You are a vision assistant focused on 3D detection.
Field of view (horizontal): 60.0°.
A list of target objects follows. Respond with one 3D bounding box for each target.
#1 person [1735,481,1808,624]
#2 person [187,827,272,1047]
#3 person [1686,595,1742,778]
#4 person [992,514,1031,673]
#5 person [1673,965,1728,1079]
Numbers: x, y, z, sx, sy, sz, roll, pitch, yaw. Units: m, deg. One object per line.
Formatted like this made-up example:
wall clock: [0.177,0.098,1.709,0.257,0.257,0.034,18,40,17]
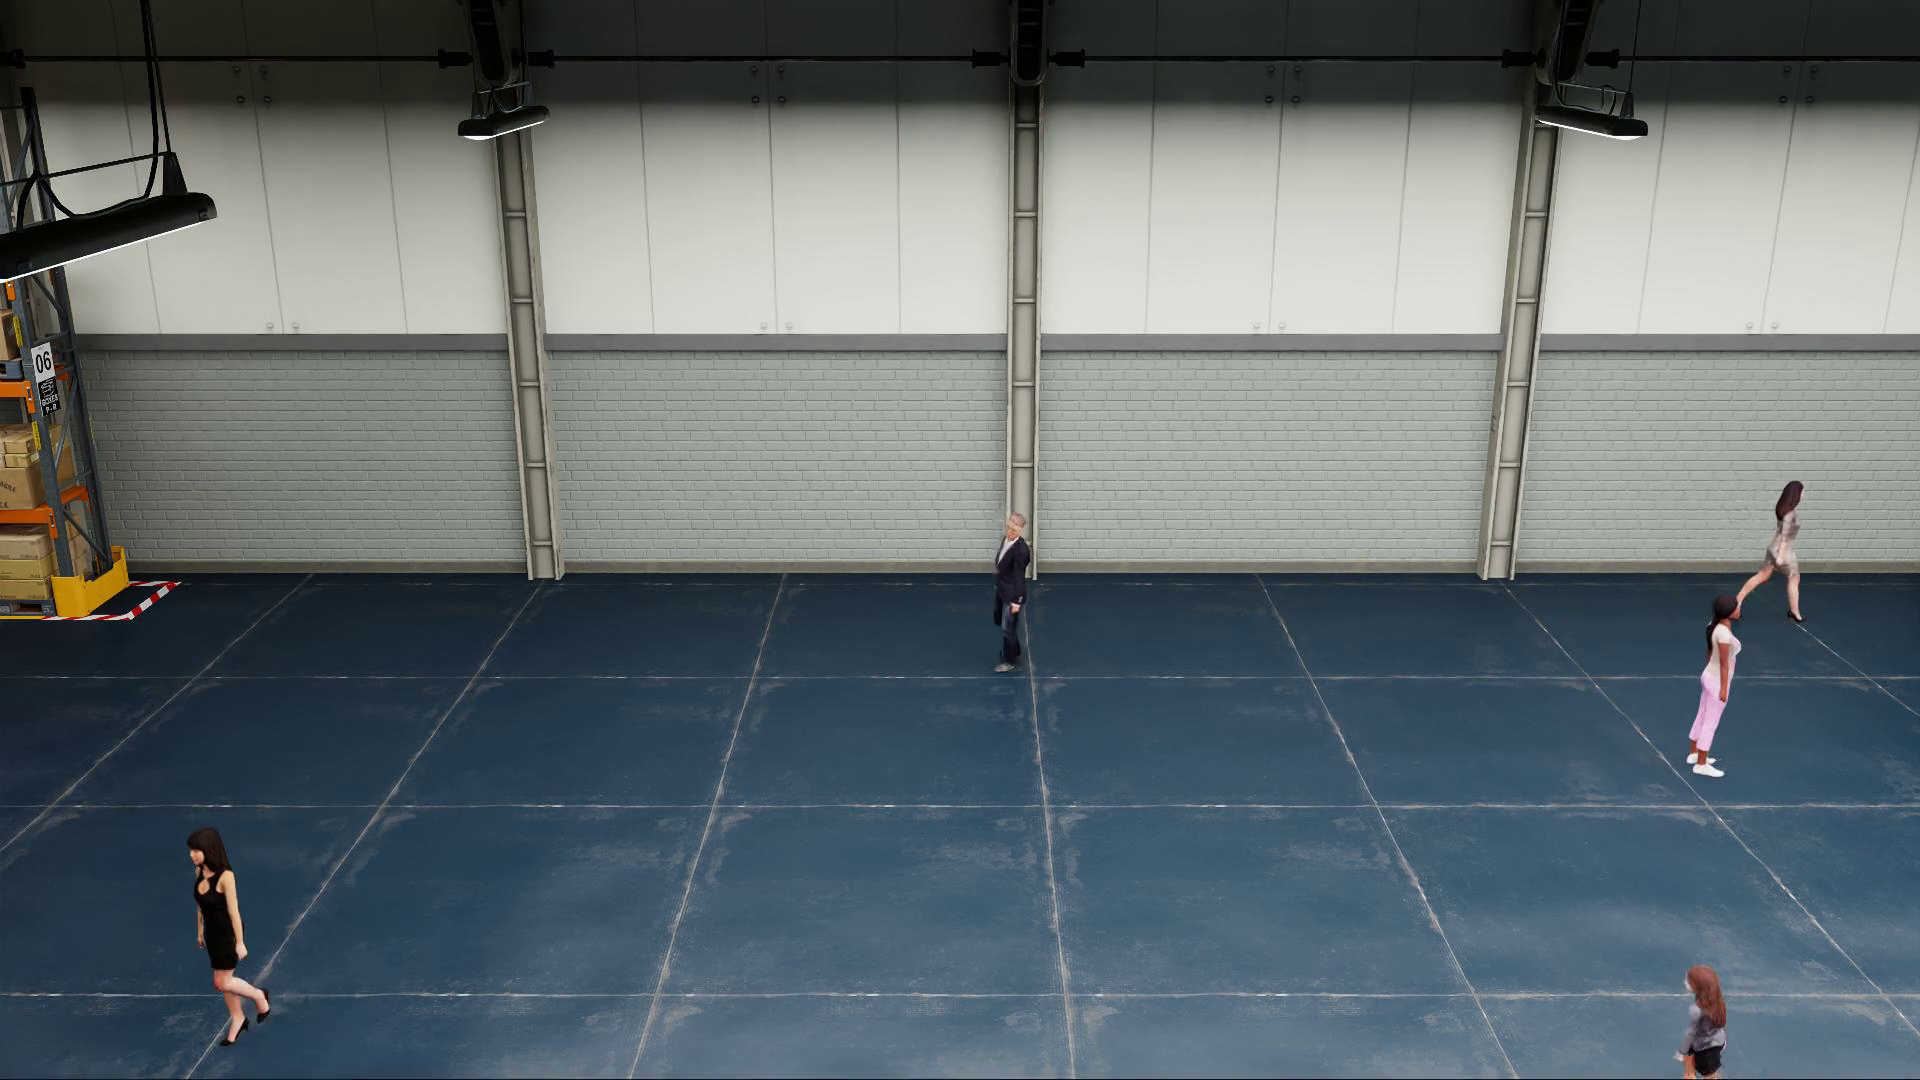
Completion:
person: [9.342,0.172,19.138,1.153,1.705,0.681,2,18,6]
person: [-5.001,2.708,11.463,0.743,1.635,0.800,12,21,32]
person: [7.044,1.333,15.512,0.555,1.742,0.610,3,18,9]
person: [0.535,0.542,17.856,0.797,1.796,0.872,-2,18,-7]
person: [4.849,3.249,10.707,0.659,1.074,0.727,-16,24,-40]
